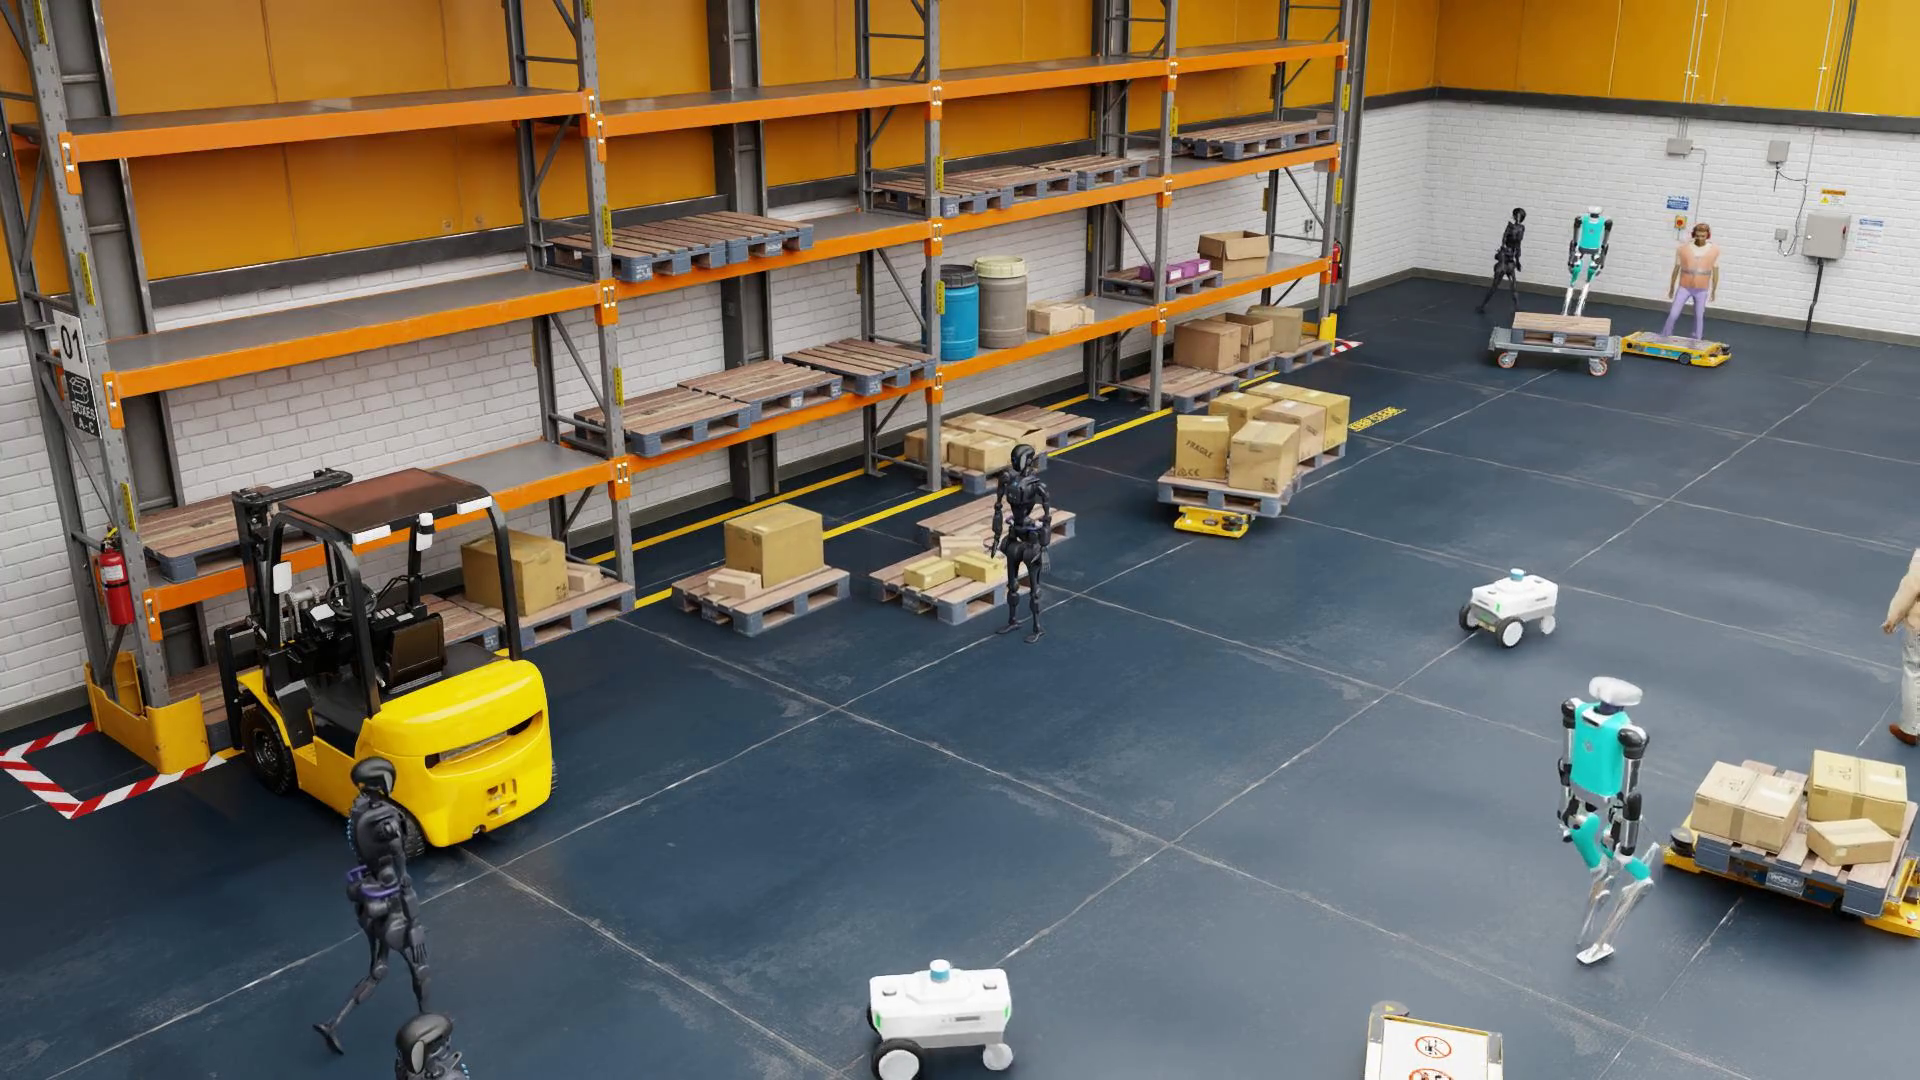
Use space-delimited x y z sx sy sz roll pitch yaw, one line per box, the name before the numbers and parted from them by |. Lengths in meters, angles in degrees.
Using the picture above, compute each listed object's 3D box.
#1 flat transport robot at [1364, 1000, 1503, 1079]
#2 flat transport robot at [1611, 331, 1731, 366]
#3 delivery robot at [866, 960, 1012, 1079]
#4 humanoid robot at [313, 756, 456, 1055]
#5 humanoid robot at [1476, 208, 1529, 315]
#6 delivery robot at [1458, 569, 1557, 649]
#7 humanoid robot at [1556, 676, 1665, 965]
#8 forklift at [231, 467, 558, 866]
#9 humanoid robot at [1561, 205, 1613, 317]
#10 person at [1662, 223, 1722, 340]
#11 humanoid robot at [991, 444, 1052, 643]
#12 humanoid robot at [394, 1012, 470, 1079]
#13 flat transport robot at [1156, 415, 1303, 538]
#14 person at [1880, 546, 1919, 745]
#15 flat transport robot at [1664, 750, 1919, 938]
flat transport robot | 2.279 2.768 8.050 0.659 0.231 1.431 6 21 15
flat transport robot | 9.639 -2.604 22.606 1.431 0.231 0.659 17 26 38
delivery robot | -0.116 2.440 8.536 0.805 0.601 0.499 -2 20 -6
humanoid robot | -2.995 1.879 8.476 0.690 1.637 0.612 -18 27 -39
humanoid robot | 8.198 -4.164 24.862 0.604 1.620 0.777 -18 27 -39
delivery robot | 4.548 0.533 13.683 0.789 0.587 0.499 -10 23 -26
humanoid robot | 3.648 1.591 9.217 0.680 1.870 0.539 -10 22 -25
forklift | -3.730 0.710 10.856 2.313 2.155 1.214 17 26 38
humanoid robot | 9.250 -4.080 24.549 0.560 1.800 0.785 7 21 18
person | 9.945 -3.402 22.538 0.586 1.818 0.460 7 21 19
humanoid robot | 0.515 0.018 13.449 0.599 1.657 0.315 17 26 38
humanoid robot | -2.005 2.567 6.542 0.599 1.657 0.315 17 26 38
flat transport robot | 2.665 -0.354 16.510 0.659 0.231 1.431 9 22 23
person | 6.851 0.540 11.797 0.582 1.855 0.645 -3 20 -8
flat transport robot | 5.146 1.986 10.169 1.431 0.231 0.659 14 25 34
